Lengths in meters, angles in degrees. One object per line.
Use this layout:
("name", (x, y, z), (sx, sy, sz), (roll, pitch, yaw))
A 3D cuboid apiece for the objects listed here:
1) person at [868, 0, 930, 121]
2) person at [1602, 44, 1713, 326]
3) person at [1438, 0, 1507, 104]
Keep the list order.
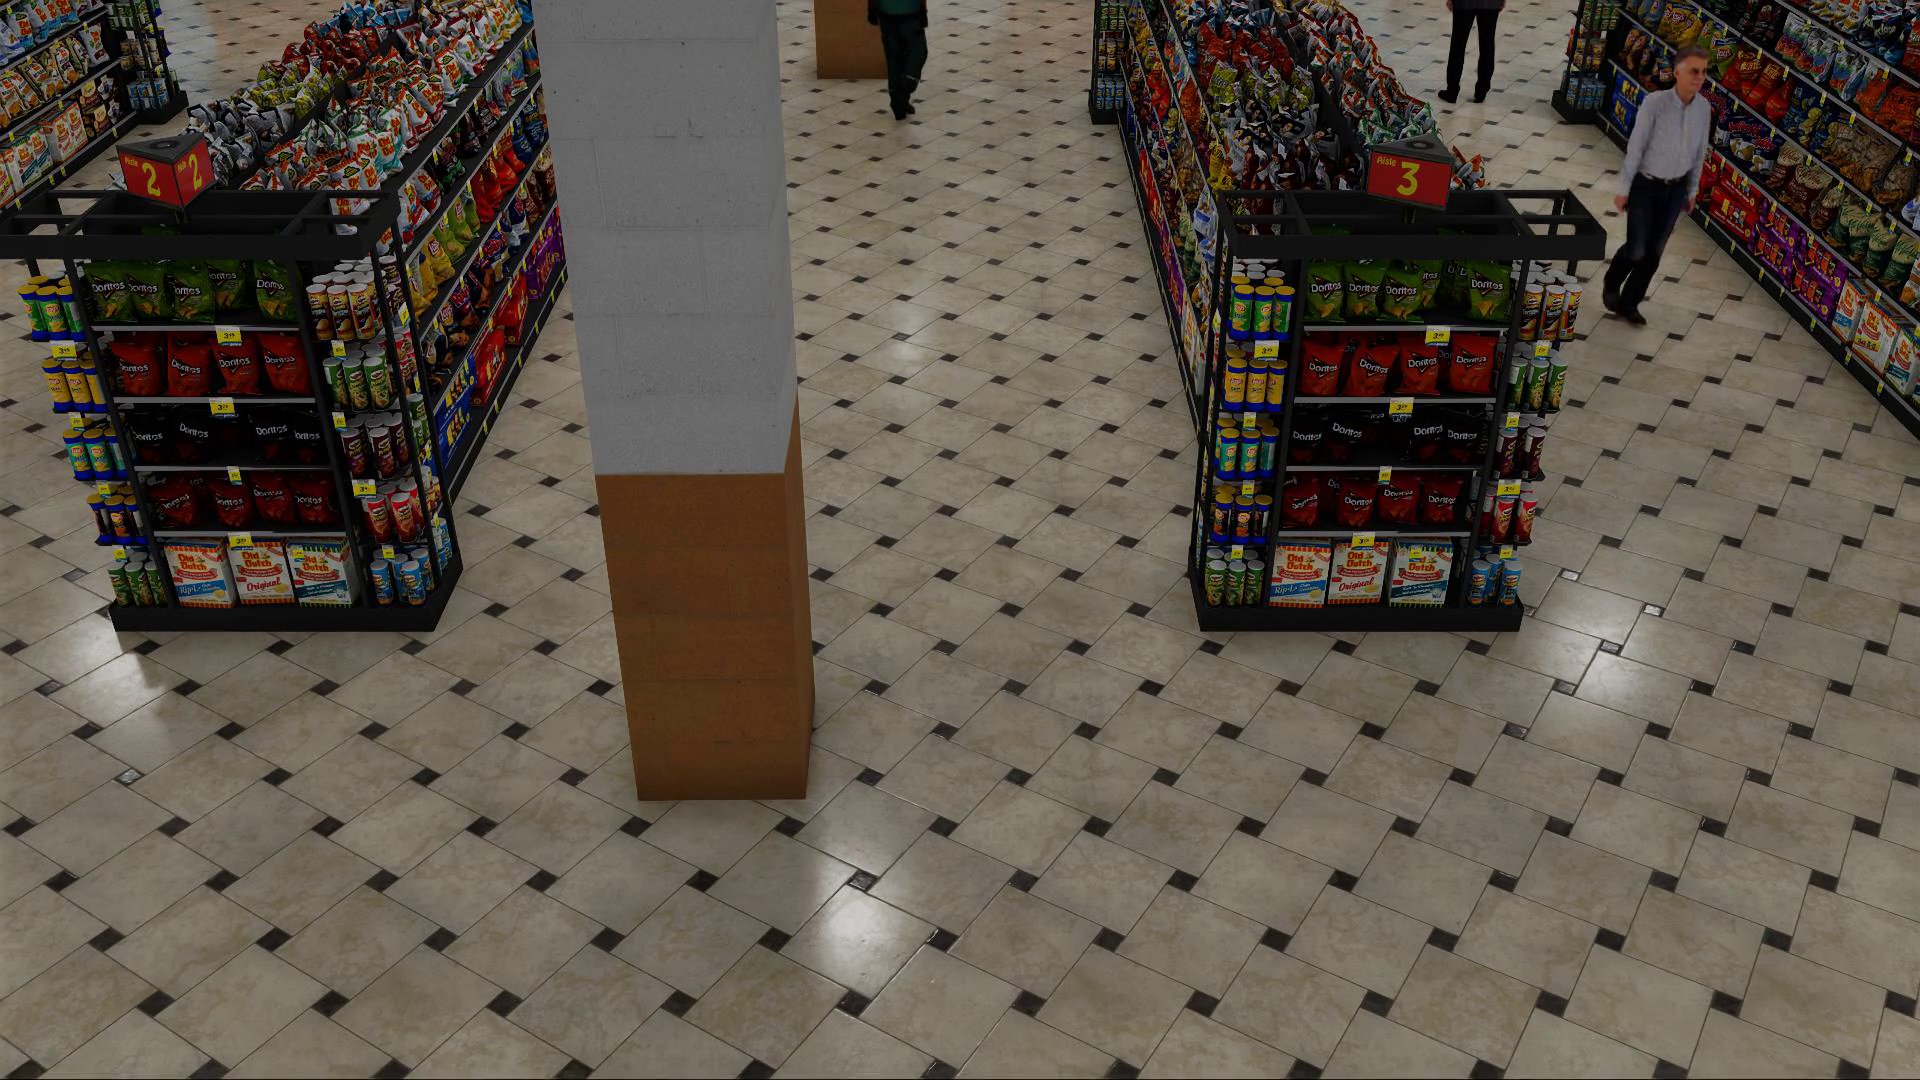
("person", (-0.530, -4.426, 14.003), (0.774, 1.832, 0.819), (7, 33, 11))
("person", (4.382, -2.264, 10.551), (0.719, 1.807, 0.737), (-4, 32, -7))
("person", (4.529, -4.760, 14.532), (0.689, 1.841, 0.569), (0, 32, 0))
